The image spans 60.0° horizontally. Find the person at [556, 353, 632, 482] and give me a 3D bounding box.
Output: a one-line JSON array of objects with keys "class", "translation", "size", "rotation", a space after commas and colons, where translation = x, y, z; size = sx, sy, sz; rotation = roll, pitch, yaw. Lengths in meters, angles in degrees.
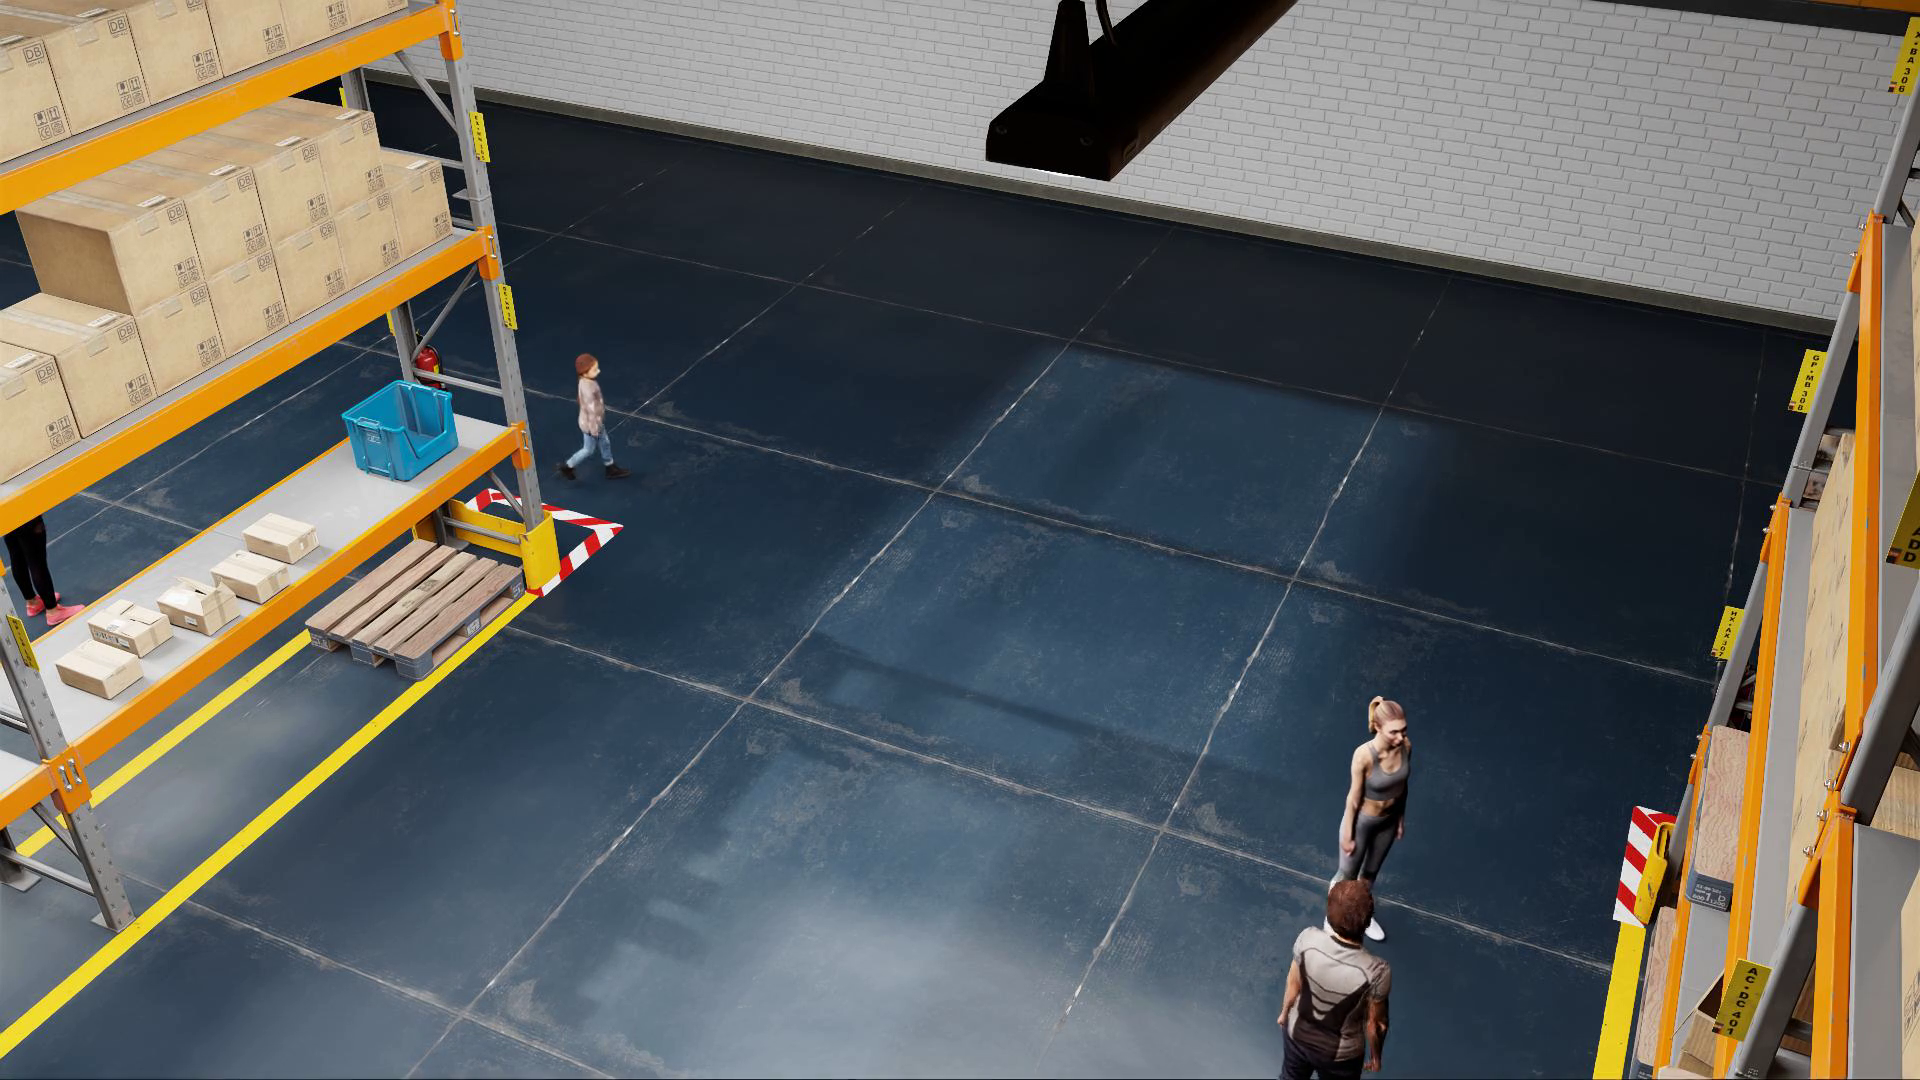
[{"class": "person", "translation": [-3.024, -0.964, 13.419], "size": [0.811, 1.175, 0.821], "rotation": [-5, 34, -8]}]

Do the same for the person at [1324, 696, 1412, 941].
[{"class": "person", "translation": [2.256, 1.550, 9.158], "size": [0.608, 1.704, 0.691], "rotation": [-17, 37, -24]}]

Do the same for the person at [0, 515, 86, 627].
[{"class": "person", "translation": [-6.683, -0.164, 11.750], "size": [0.619, 1.690, 0.569], "rotation": [20, 39, 27]}]

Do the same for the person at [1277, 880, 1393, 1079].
[{"class": "person", "translation": [1.719, 2.319, 7.826], "size": [0.711, 1.898, 0.620], "rotation": [25, 41, 33]}]
